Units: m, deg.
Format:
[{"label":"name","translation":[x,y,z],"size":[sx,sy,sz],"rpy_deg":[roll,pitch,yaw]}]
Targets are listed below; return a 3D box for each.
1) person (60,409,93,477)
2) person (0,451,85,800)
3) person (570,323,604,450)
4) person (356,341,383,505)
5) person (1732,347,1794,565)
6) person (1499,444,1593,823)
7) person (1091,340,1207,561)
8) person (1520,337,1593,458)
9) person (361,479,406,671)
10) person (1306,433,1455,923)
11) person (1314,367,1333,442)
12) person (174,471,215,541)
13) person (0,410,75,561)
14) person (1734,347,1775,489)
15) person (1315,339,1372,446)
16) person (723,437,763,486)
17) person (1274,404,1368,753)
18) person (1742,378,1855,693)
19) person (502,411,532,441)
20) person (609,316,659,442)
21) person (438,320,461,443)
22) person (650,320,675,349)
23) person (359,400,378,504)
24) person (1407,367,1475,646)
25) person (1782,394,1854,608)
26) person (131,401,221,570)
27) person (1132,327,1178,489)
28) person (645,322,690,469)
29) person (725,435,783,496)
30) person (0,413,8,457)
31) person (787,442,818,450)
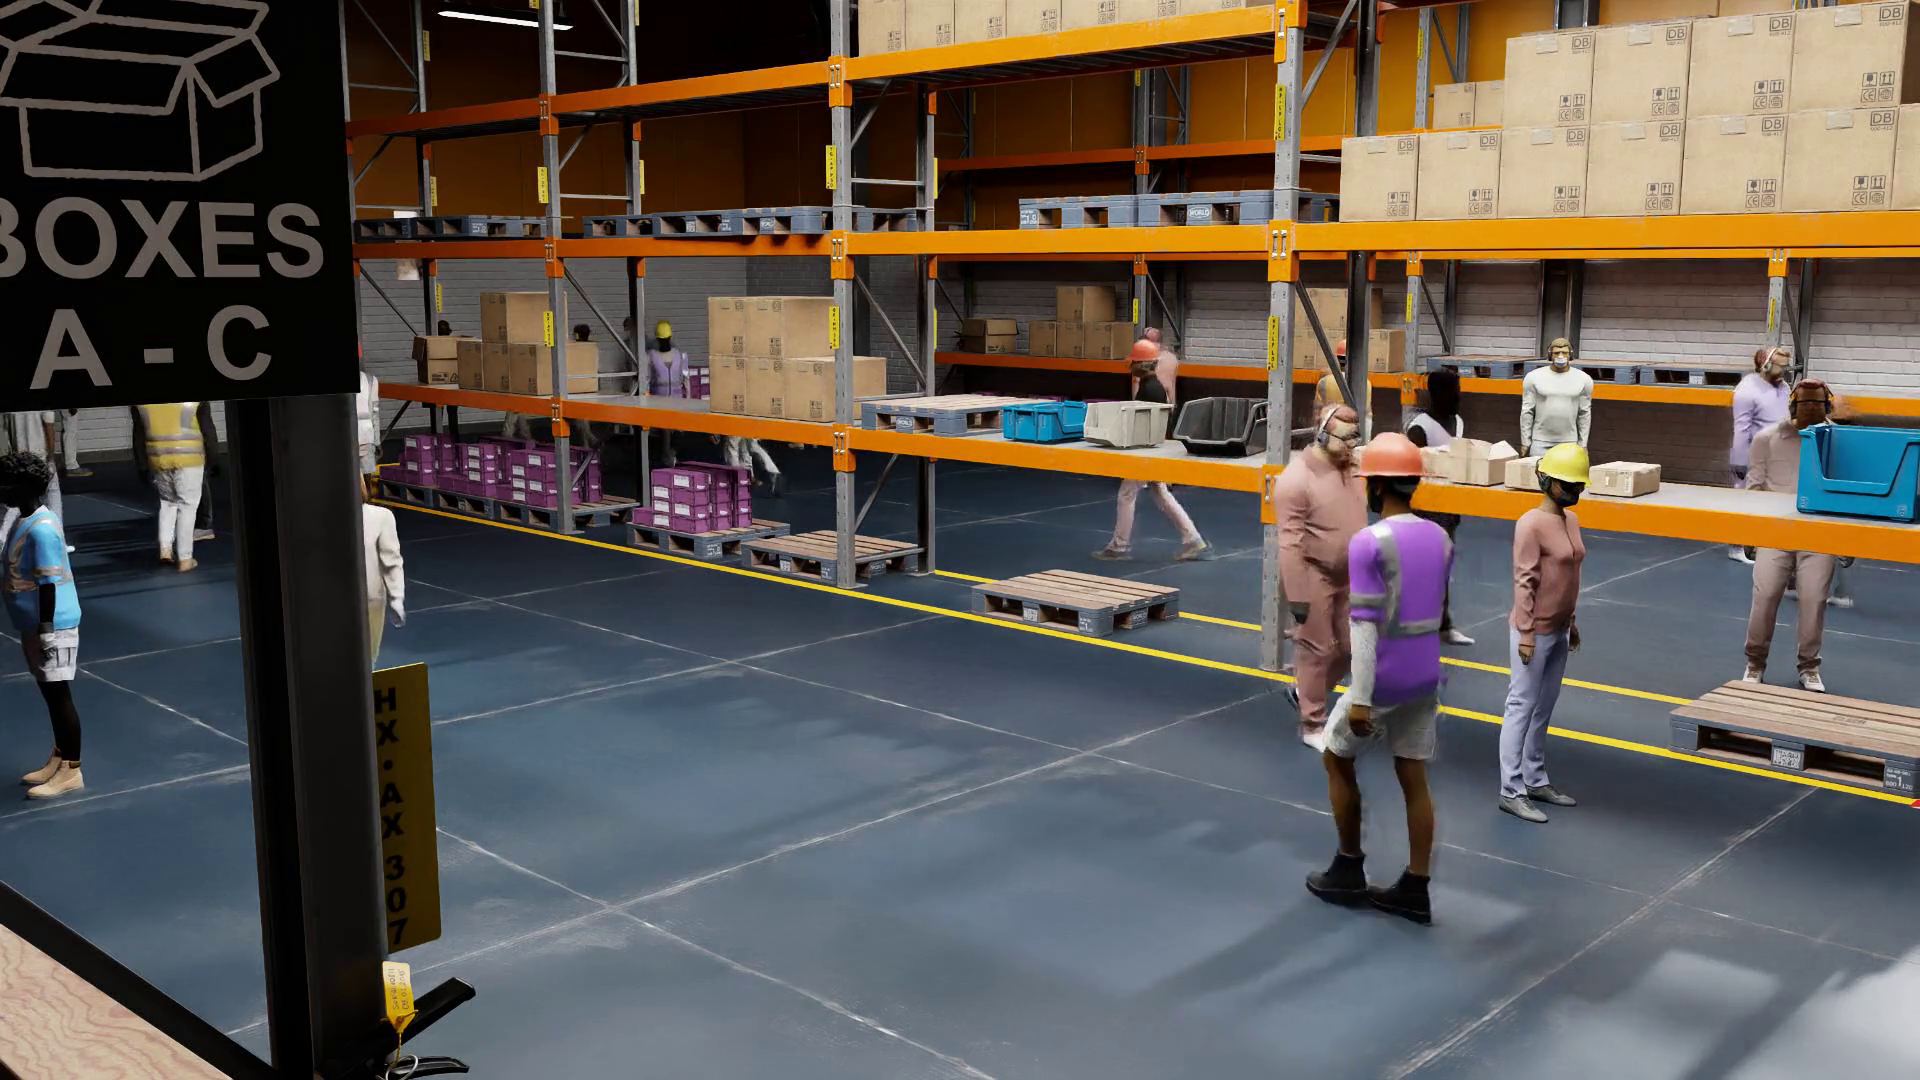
[{"label":"person","translation":[-11.014,-1.725,20.567],"size":[0.345,1.882,0.584],"rpy_deg":[-6,11,-33]},{"label":"person","translation":[-4.463,0.406,8.097],"size":[0.320,1.694,0.534],"rpy_deg":[-7,11,-36]},{"label":"person","translation":[-4.910,-1.911,21.827],"size":[0.565,1.844,0.534],"rpy_deg":[6,11,34]},{"label":"person","translation":[-5.673,-0.934,15.564],"size":[0.551,1.932,0.378],"rpy_deg":[-7,12,-37]},{"label":"person","translation":[6.959,-0.720,14.384],"size":[0.679,1.886,0.445],"rpy_deg":[-4,10,-26]},{"label":"person","translation":[2.757,0.424,7.781],"size":[0.328,1.760,0.523],"rpy_deg":[9,13,44]},{"label":"person","translation":[1.698,-0.773,14.524],"size":[0.986,1.959,0.630],"rpy_deg":[2,9,12]},{"label":"person","translation":[5.486,-0.901,15.345],"size":[0.627,1.940,0.371],"rpy_deg":[2,9,12]},{"label":"person","translation":[-3.153,0.367,8.654],"size":[0.503,1.585,0.842],"rpy_deg":[-5,11,-28]},{"label":"person","translation":[1.666,0.533,6.621],"size":[0.576,1.912,0.694],"rpy_deg":[-6,11,-32]},{"label":"person","translation":[3.541,-0.883,16.176],"size":[0.541,1.621,0.517],"rpy_deg":[5,11,29]},{"label":"person","translation":[-7.326,-0.987,15.711],"size":[0.400,1.989,0.623],"rpy_deg":[-7,12,-37]},{"label":"person","translation":[-8.188,-0.728,14.604],"size":[0.514,1.844,0.827],"rpy_deg":[0,9,2]},{"label":"person","translation":[7.413,-0.857,15.375],"size":[0.430,1.845,0.619],"rpy_deg":[-1,9,-4]},{"label":"person","translation":[3.523,-0.883,15.238],"size":[0.548,1.937,0.379],"rpy_deg":[8,12,40]},{"label":"person","translation":[-2.559,-1.578,19.503],"size":[0.353,1.936,0.635],"rpy_deg":[8,12,41]},{"label":"person","translation":[1.912,0.213,8.737],"size":[0.697,1.871,0.497],"rpy_deg":[-6,11,-34]},{"label":"person","translation":[5.086,-0.025,10.076],"size":[0.642,1.910,0.401],"rpy_deg":[4,10,21]},{"label":"person","translation":[-5.954,-1.808,21.915],"size":[0.685,1.606,0.694],"rpy_deg":[-4,10,-25]},{"label":"person","translation":[-4.715,-2.380,24.666],"size":[0.639,1.880,0.959],"rpy_deg":[9,13,44]},{"label":"person","translation":[-7.207,-2.146,23.267],"size":[0.506,1.846,0.351],"rpy_deg":[2,9,13]},{"label":"person","translation":[-4.779,-2.688,26.904],"size":[0.487,1.744,0.295],"rpy_deg":[4,10,22]},{"label":"person","translation":[-5.728,-0.794,15.605],"size":[0.515,1.641,0.314],"rpy_deg":[-7,11,-36]},{"label":"person","translation":[3.216,-0.245,11.448],"size":[0.735,1.901,0.603],"rpy_deg":[8,12,40]},{"label":"person","translation":[6.599,-0.310,12.743],"size":[0.516,1.605,0.731],"rpy_deg":[-3,10,-15]},{"label":"person","translation":[-6.668,-0.656,14.200],"size":[0.626,1.825,0.480],"rpy_deg":[-1,9,-3]},{"label":"person","translation":[2.256,-1.506,19.194],"size":[0.655,1.891,0.589],"rpy_deg":[-5,11,-30]},{"label":"person","translation":[-3.632,-1.741,20.593],"size":[0.607,1.905,0.493],"rpy_deg":[-4,10,-25]},{"label":"person","translation":[-2.380,-1.409,18.612],"size":[0.845,1.897,0.592],"rpy_deg":[6,11,33]},{"label":"person","translation":[-10.542,-1.348,18.372],"size":[0.526,1.848,0.752],"rpy_deg":[-6,11,-35]},{"label":"person","translation":[-2.271,-2.306,23.645],"size":[0.609,2.043,0.397],"rpy_deg":[-8,12,-41]}]
